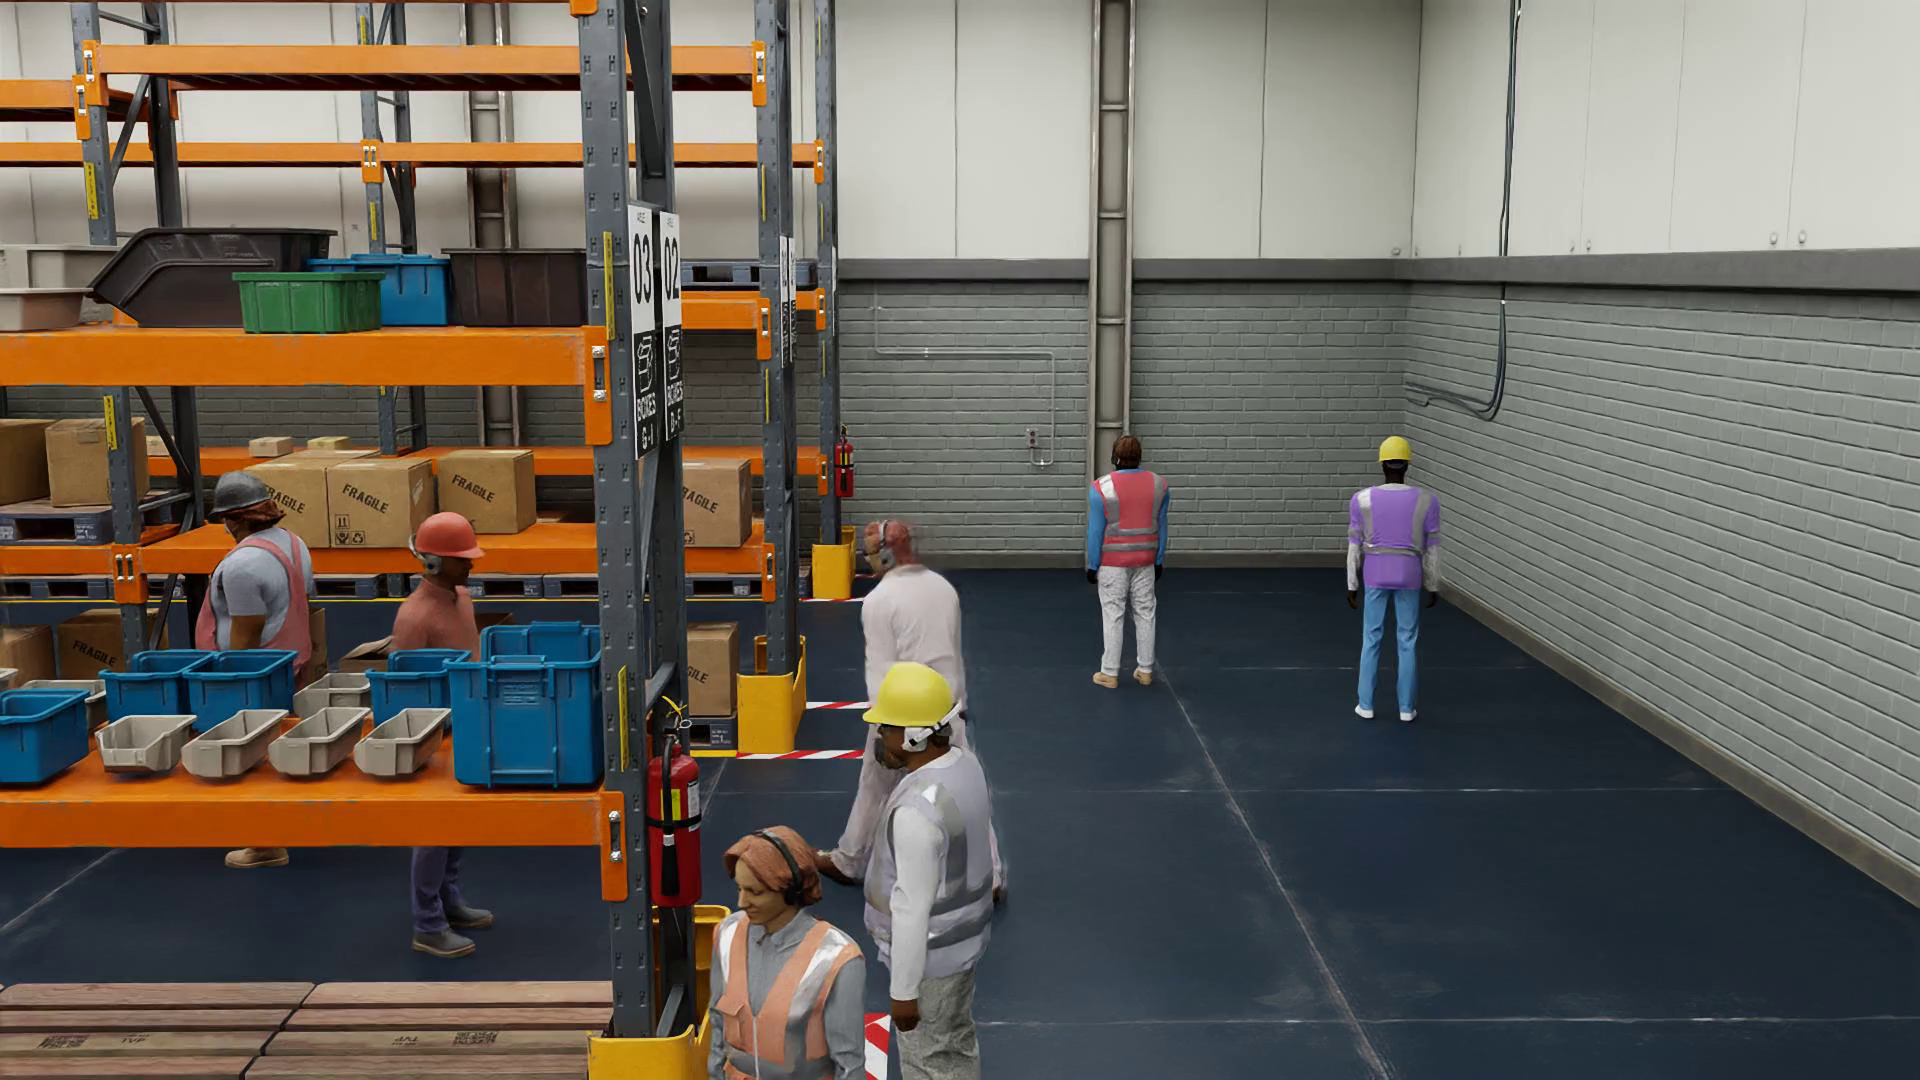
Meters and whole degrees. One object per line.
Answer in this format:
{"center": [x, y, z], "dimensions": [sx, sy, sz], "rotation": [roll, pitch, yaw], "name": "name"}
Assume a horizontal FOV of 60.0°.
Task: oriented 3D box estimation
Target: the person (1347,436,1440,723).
{"center": [2.898, 0.265, 11.174], "dimensions": [0.588, 1.918, 0.393], "rotation": [3, 10, 17], "name": "person"}

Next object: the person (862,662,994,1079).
{"center": [-0.106, 1.277, 5.271], "dimensions": [0.403, 1.825, 0.592], "rotation": [3, 10, 17], "name": "person"}

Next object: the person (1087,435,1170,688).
{"center": [1.199, 0.156, 12.078], "dimensions": [0.624, 1.844, 0.429], "rotation": [-3, 10, -18], "name": "person"}

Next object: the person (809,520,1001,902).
{"center": [-0.237, 0.823, 8.023], "dimensions": [1.043, 1.833, 0.725], "rotation": [8, 12, 39], "name": "person"}

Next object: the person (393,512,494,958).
{"center": [-2.275, 0.854, 7.388], "dimensions": [0.410, 1.980, 0.625], "rotation": [1, 9, 4], "name": "person"}

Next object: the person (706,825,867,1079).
{"center": [-0.444, 1.525, 4.326], "dimensions": [0.528, 1.630, 0.320], "rotation": [7, 11, 35], "name": "person"}

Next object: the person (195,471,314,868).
{"center": [-3.612, 0.641, 8.494], "dimensions": [0.536, 2.000, 0.676], "rotation": [0, 9, 3], "name": "person"}
